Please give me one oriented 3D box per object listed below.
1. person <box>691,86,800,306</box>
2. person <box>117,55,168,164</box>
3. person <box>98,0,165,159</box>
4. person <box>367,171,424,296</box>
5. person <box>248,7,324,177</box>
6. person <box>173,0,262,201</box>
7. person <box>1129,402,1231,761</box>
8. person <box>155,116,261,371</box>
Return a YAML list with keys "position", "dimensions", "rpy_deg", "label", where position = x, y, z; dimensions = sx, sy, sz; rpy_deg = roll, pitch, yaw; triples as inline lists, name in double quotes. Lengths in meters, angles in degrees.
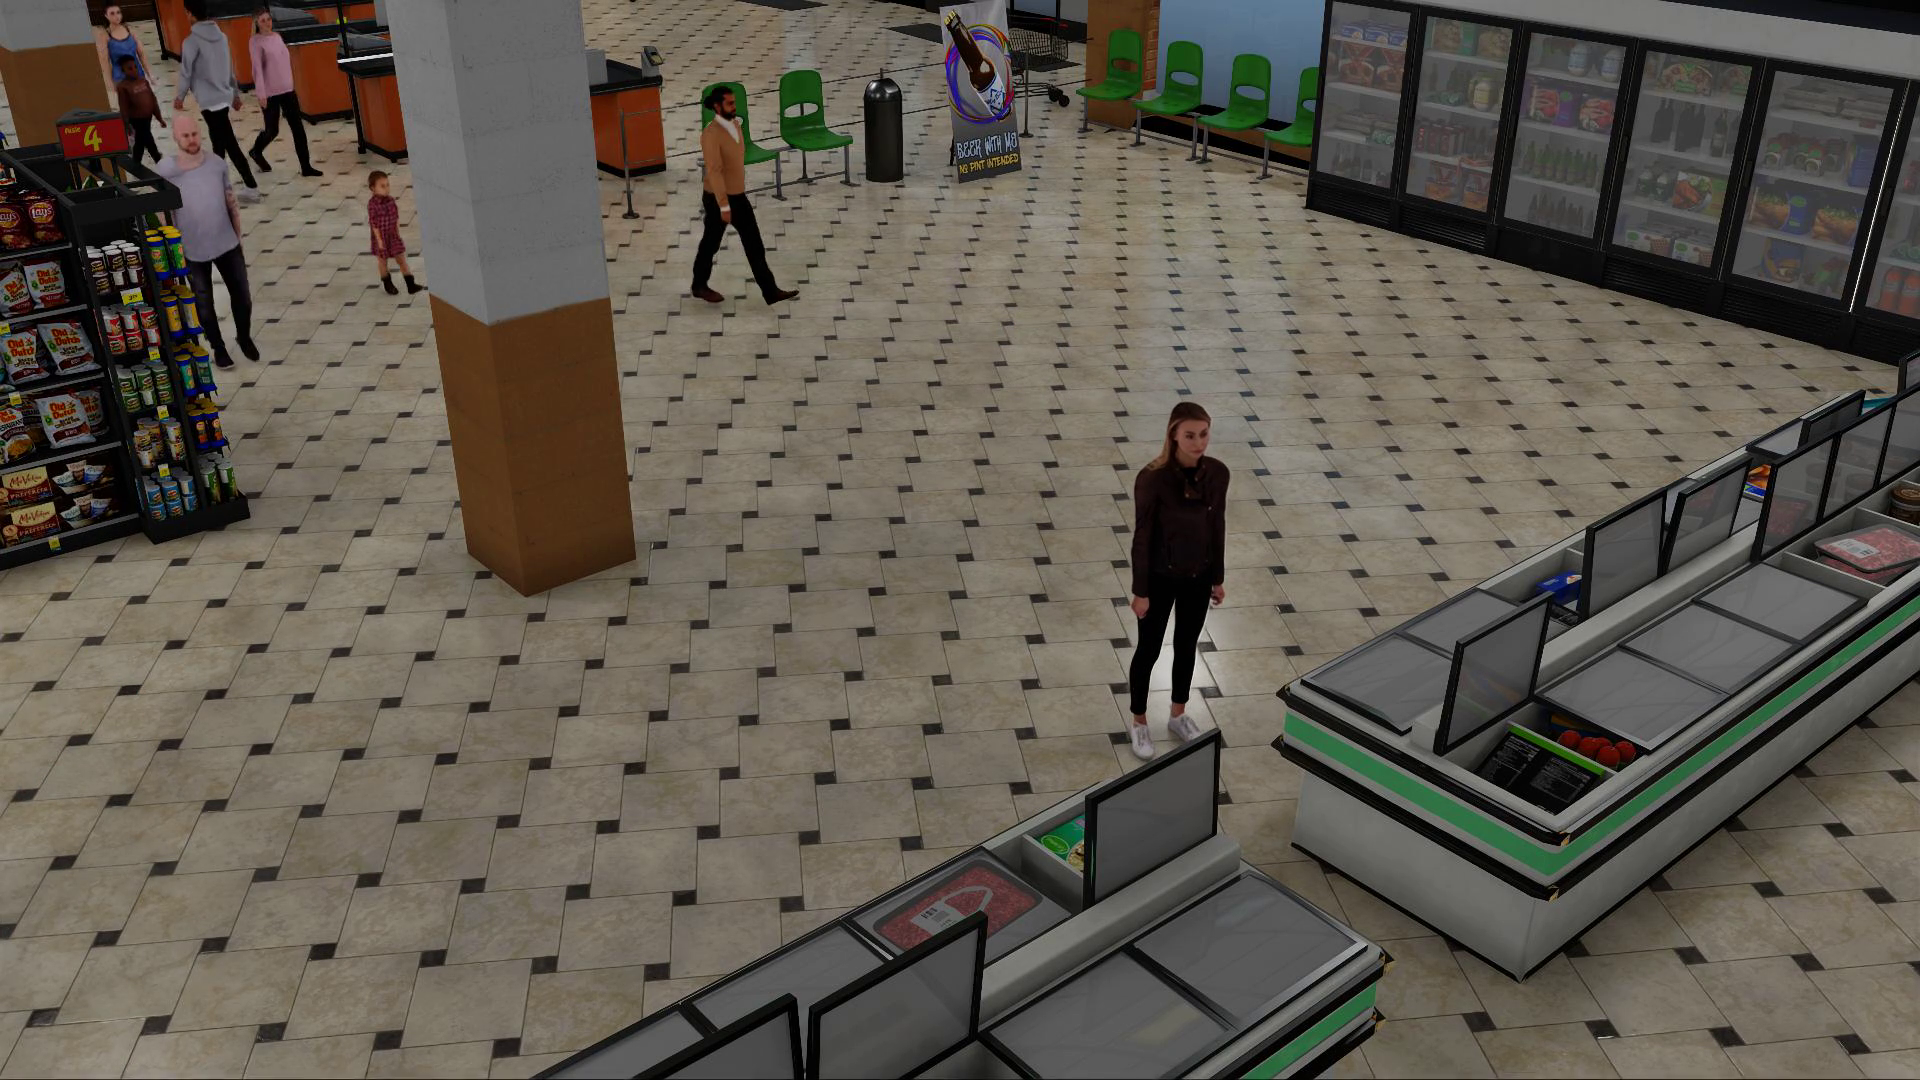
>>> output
- position: [-1.889, -2.637, 12.969]
  dimensions: [1.081, 1.705, 1.209]
  rpy_deg: [12, 29, 22]
  label: "person"
- position: [-8.206, -4.191, 16.571]
  dimensions: [0.849, 1.217, 0.901]
  rpy_deg: [10, 28, 18]
  label: "person"
- position: [-8.709, -4.806, 17.389]
  dimensions: [0.792, 1.574, 1.041]
  rpy_deg: [19, 32, 32]
  label: "person"
- position: [-4.655, -2.469, 13.410]
  dimensions: [0.530, 1.006, 0.624]
  rpy_deg: [23, 35, 37]
  label: "person"
- position: [-6.889, -4.441, 16.577]
  dimensions: [0.964, 1.657, 1.102]
  rpy_deg: [12, 29, 21]
  label: "person"
- position: [-6.977, -4.140, 15.730]
  dimensions: [1.122, 1.888, 1.138]
  rpy_deg: [7, 28, 13]
  label: "person"
- position: [0.962, 0.172, 7.431]
  dimensions: [0.565, 1.704, 0.728]
  rpy_deg: [-9, 28, -17]
  label: "person"
- position: [-5.369, -2.115, 11.809]
  dimensions: [0.603, 1.821, 0.763]
  rpy_deg: [-16, 31, -29]
  label: "person"
